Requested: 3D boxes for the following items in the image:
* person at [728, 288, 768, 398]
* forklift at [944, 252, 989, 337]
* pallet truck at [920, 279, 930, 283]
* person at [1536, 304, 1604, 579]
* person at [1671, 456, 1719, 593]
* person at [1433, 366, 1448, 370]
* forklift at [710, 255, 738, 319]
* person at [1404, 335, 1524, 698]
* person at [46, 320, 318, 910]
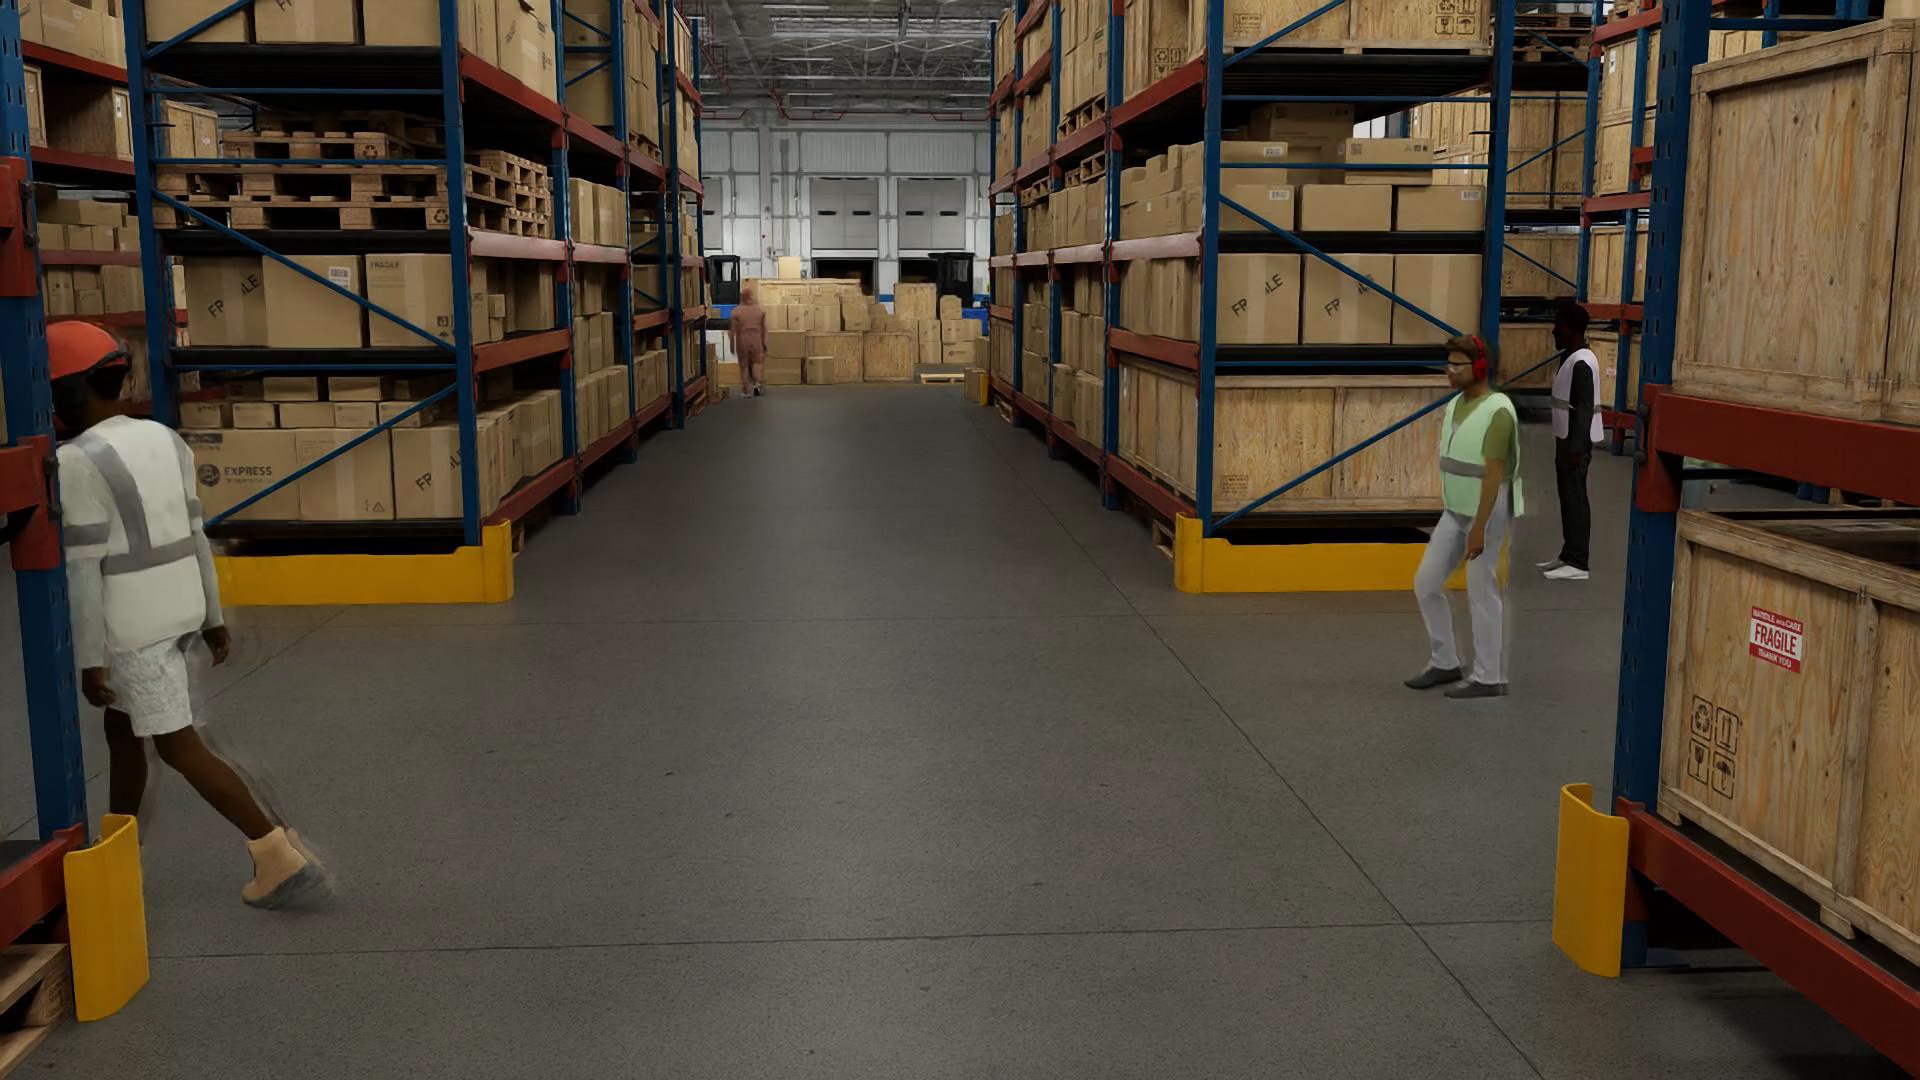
[{"bbox_3d":[-3.682,-3.406,28.798,0.676,1.891,0.431,-4,10,-23],"label":"person"},{"bbox_3d":[-0.007,-7.505,51.455,1.129,2.768,1.873,-5,11,-30],"label":"forklift"},{"bbox_3d":[-0.932,-8.922,63.114,1.885,1.965,0.823,2,9,13],"label":"pallet truck"},{"bbox_3d":[4.296,-0.684,11.635,0.372,1.916,0.597,2,9,12],"label":"person"},{"bbox_3d":[4.838,-0.450,11.155,0.519,1.605,0.558,9,13,44],"label":"person"},{"bbox_3d":[6.913,-2.397,23.388,0.535,1.583,0.880,-9,13,-44],"label":"person"},{"bbox_3d":[-8.368,-8.713,59.038,1.129,2.768,1.873,-1,9,-4],"label":"forklift"},{"bbox_3d":[2.486,-0.098,8.269,0.581,1.827,0.569,-2,9,-14],"label":"person"},{"bbox_3d":[-2.624,0.264,5.505,1.002,1.989,0.638,1,9,4],"label":"person"}]
